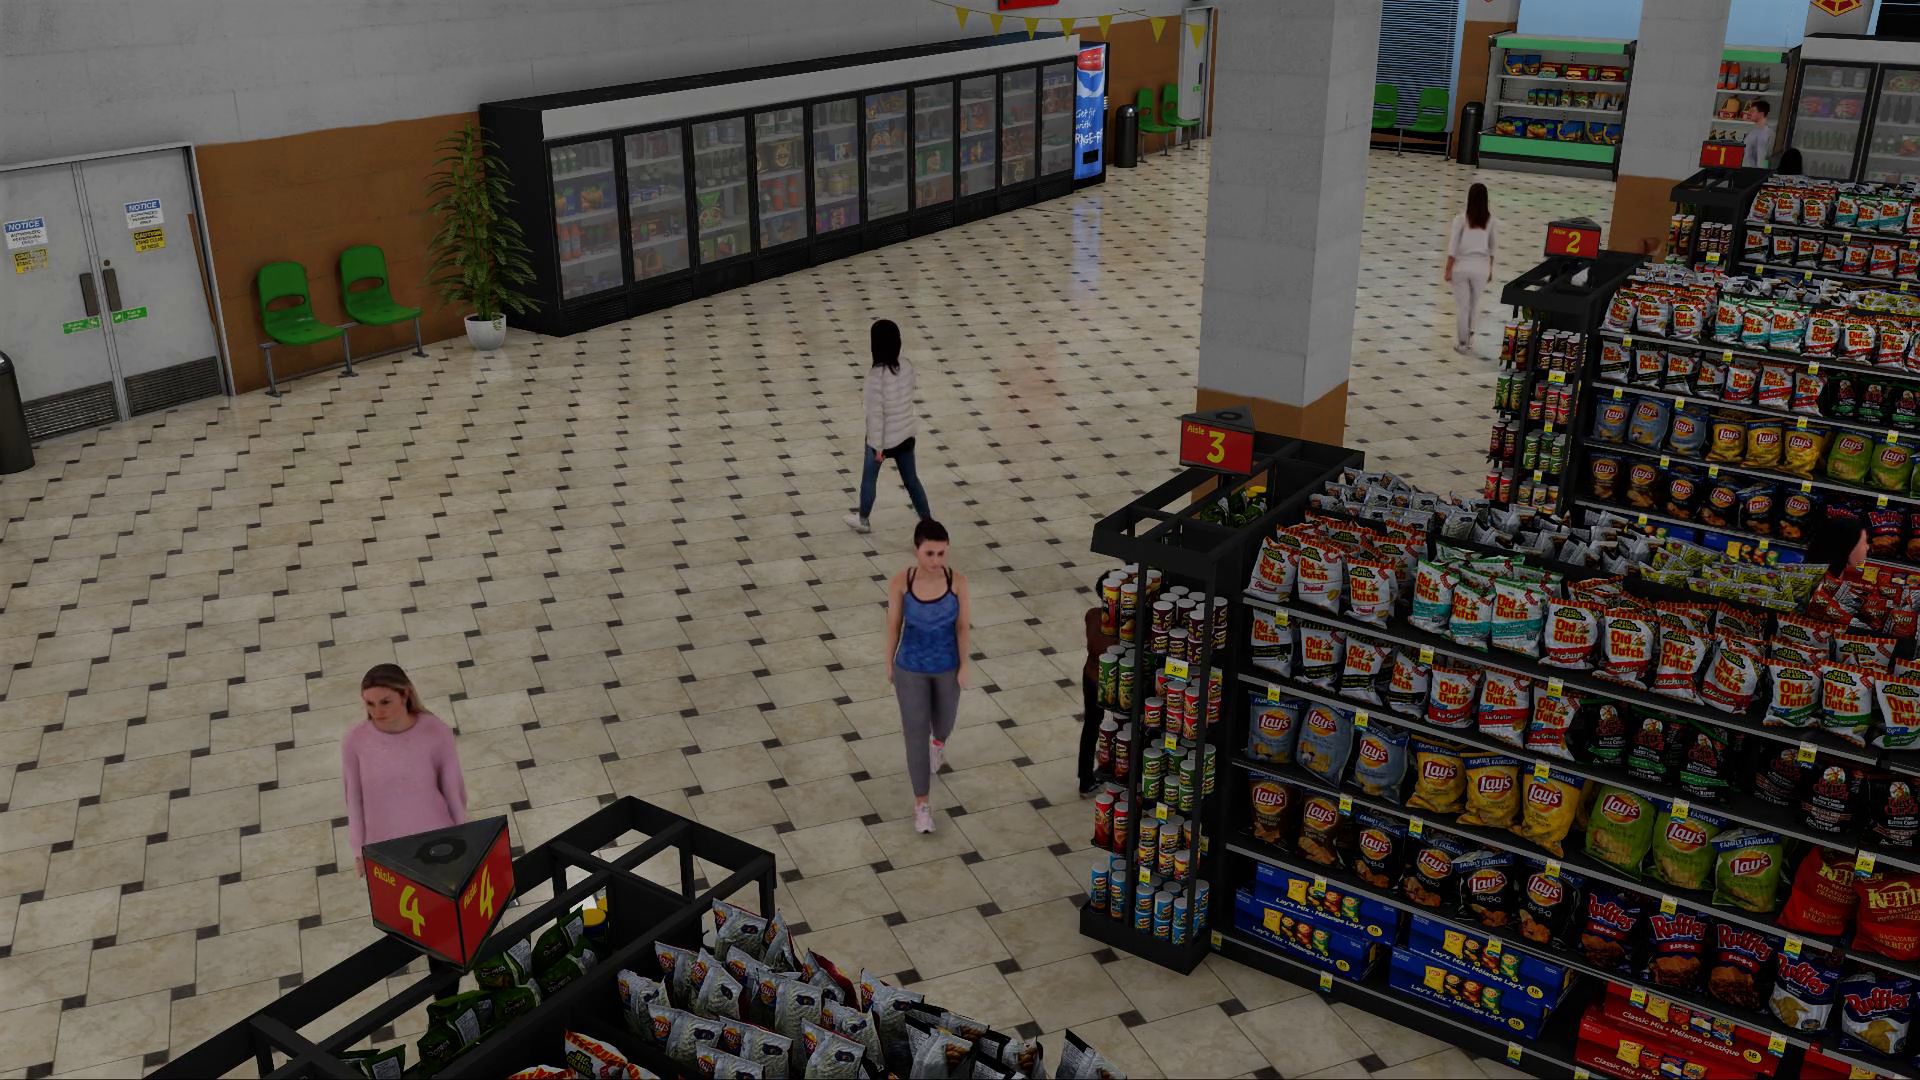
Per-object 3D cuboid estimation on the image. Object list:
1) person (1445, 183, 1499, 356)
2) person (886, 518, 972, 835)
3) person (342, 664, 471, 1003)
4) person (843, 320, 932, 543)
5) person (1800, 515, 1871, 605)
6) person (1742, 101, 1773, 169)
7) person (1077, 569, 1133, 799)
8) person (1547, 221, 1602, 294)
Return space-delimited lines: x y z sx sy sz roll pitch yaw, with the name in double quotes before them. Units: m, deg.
"person" 5.047 -2.645 16.343 0.707 1.683 0.789 -1 22 -2
"person" -0.145 0.621 8.355 1.020 1.578 1.013 -1 22 -2
"person" -2.215 1.210 6.781 1.063 1.658 1.108 -4 22 -10
"person" -0.419 -0.720 11.659 0.750 1.602 1.120 -20 30 -41
"person" 4.056 0.655 8.189 1.162 1.639 0.892 7 23 16
"person" 10.064 -4.570 20.973 1.252 1.801 0.939 5 22 13
"person" 0.712 0.751 8.488 0.693 1.237 0.653 19 29 39
"person" 5.548 -2.137 15.230 1.120 1.570 1.120 0 22 0
